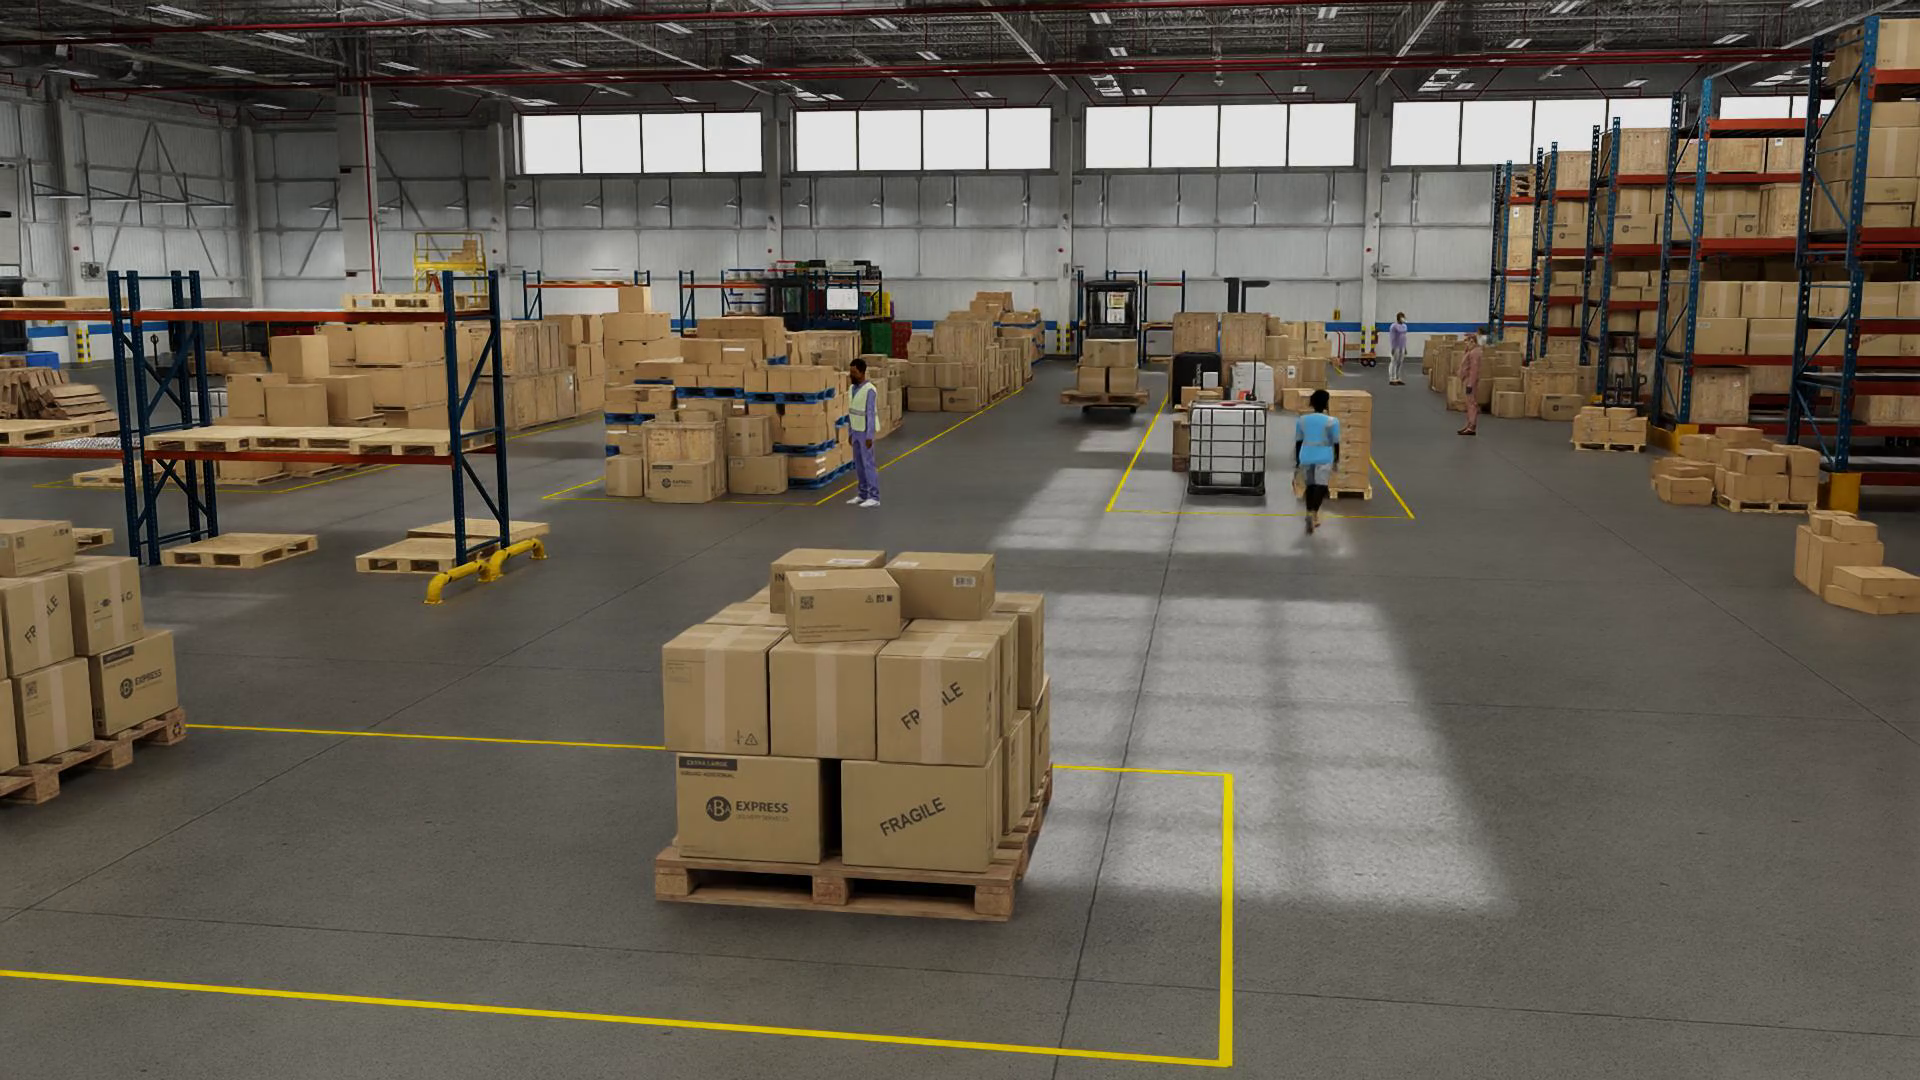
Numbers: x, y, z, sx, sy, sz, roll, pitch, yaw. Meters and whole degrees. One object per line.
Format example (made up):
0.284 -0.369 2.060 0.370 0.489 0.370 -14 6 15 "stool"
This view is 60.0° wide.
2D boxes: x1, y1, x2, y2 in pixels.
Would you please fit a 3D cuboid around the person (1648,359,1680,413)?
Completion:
12.787 -2.802 30.140 0.963 1.933 0.614 0 9 -2 "person"

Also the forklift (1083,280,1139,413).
3.277 -4.190 35.755 1.129 2.768 1.873 1 9 8 "forklift"

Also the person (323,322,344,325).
-18.215 -5.753 48.493 0.649 1.884 1.038 -2 9 -11 "person"

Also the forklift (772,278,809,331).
-4.444 -5.516 43.932 1.129 2.768 1.873 -6 11 -32 "forklift"

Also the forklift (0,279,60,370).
-22.592 -4.798 39.505 1.873 2.768 1.129 1 9 9 "forklift"

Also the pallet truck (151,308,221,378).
-21.869 -5.598 47.154 0.823 1.965 1.885 4 10 26 "pallet truck"

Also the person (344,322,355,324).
-14.321 -4.271 39.155 0.373 1.940 0.630 8 12 40 "person"

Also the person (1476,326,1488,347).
13.611 -4.779 43.374 0.876 1.587 0.521 -1 9 -6 "person"

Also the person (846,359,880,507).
-1.243 -1.383 21.456 0.385 1.908 0.585 -5 11 -31 "person"

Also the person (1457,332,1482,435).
9.415 -2.886 30.725 0.409 1.903 0.639 3 10 16 "person"

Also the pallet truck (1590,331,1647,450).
11.253 -2.573 28.499 0.823 1.965 1.885 5 10 27 "pallet truck"

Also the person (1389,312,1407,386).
11.581 -5.046 43.929 0.627 1.941 0.373 -7 12 -38 "person"

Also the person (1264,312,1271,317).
7.845 -4.833 42.497 0.819 1.964 0.660 -7 11 -36 "person"

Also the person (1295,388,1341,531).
4.122 -0.918 19.301 0.540 1.678 0.702 6 11 31 "person"

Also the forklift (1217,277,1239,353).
7.897 -6.232 48.351 1.873 2.768 1.129 1 9 9 "forklift"
